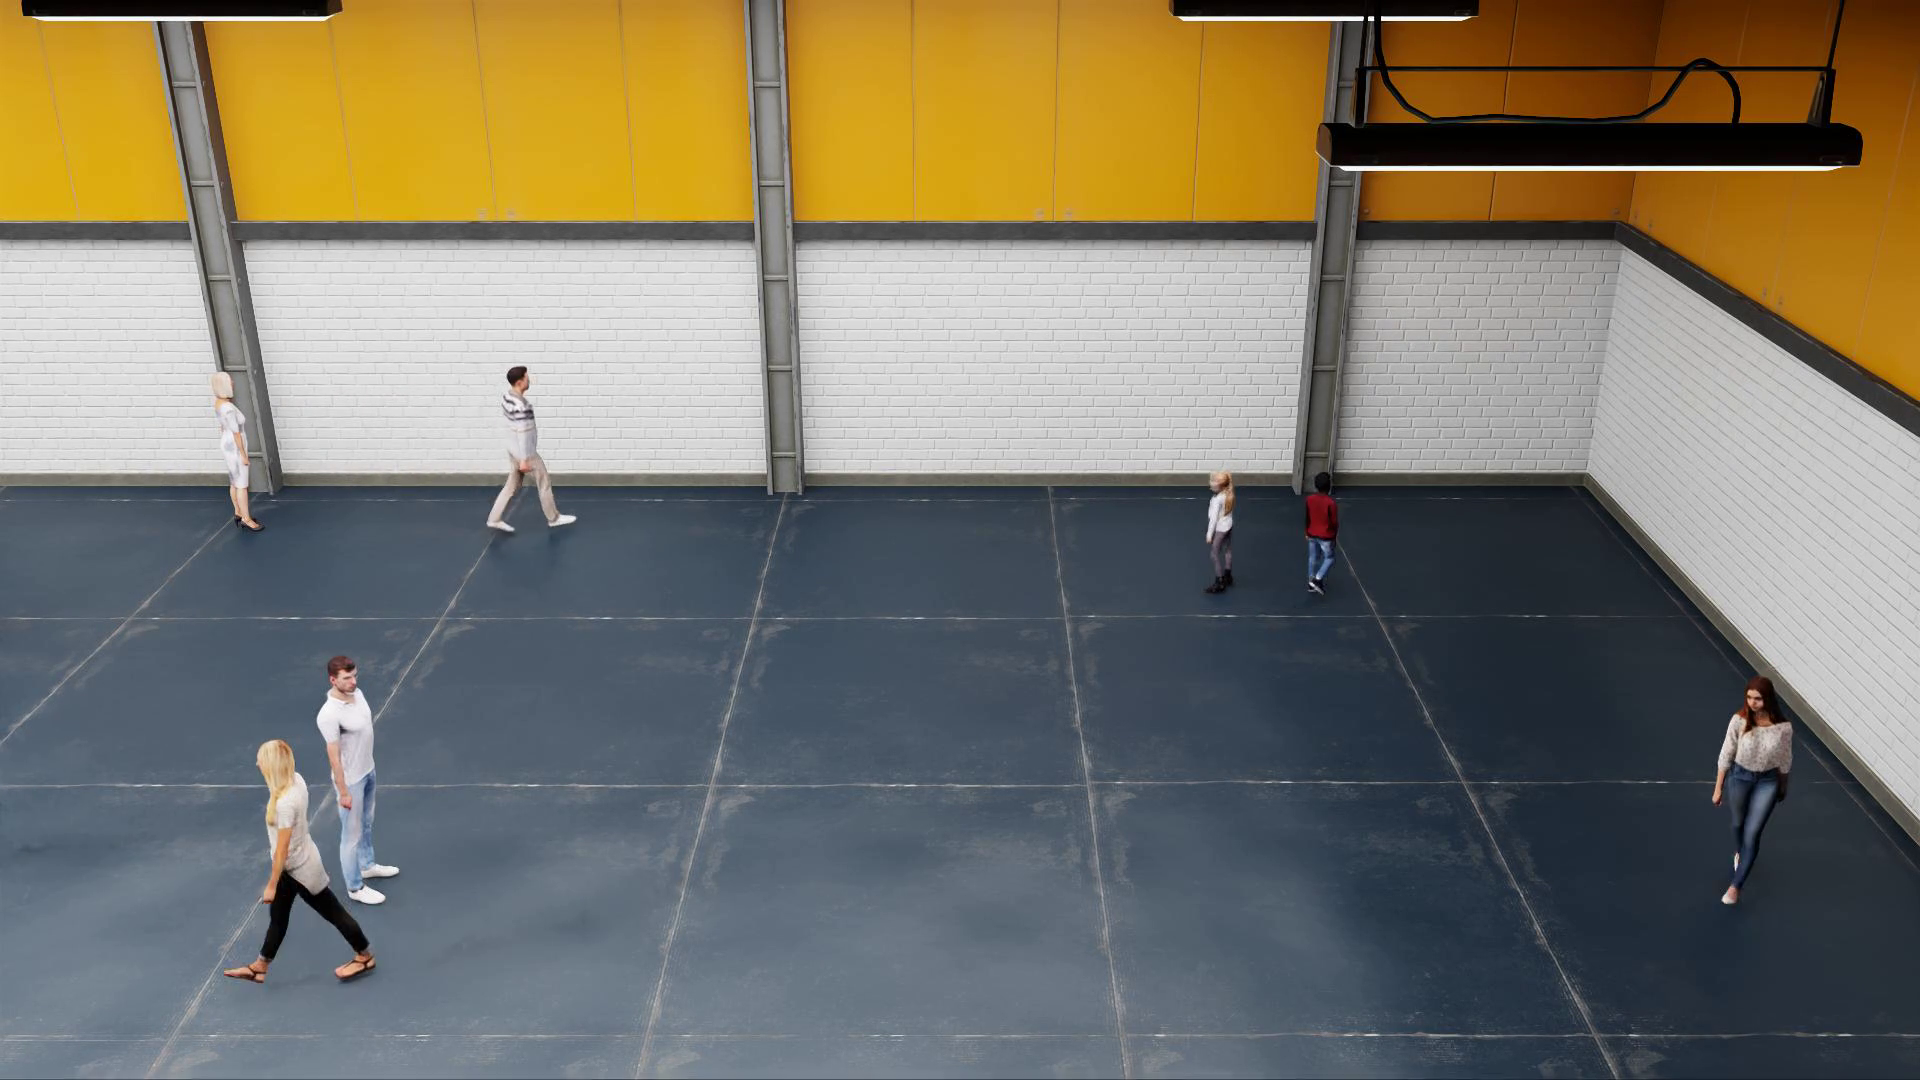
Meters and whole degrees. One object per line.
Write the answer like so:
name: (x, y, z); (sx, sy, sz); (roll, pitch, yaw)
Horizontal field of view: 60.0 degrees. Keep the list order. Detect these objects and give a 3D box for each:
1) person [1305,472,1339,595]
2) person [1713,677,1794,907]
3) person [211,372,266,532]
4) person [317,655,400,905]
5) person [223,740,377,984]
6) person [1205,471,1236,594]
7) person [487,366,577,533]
person: (3.494, -0.044, 16.240); (0.626, 1.243, 0.687); (21, 31, 40)
person: (5.620, 1.688, 11.735); (1.046, 1.678, 1.003); (11, 26, 23)
person: (-7.706, -0.947, 17.671); (0.681, 1.751, 0.639); (-18, 29, -35)
person: (-4.242, 1.640, 11.628); (0.553, 1.852, 0.656); (1, 24, 3)
person: (-4.123, 2.100, 10.672); (1.225, 1.775, 0.930); (-10, 26, -22)
person: (2.613, -0.113, 16.385); (0.687, 1.255, 0.710); (22, 32, 40)
person: (-4.689, -0.920, 17.500); (1.276, 1.839, 1.089); (-14, 27, -29)
